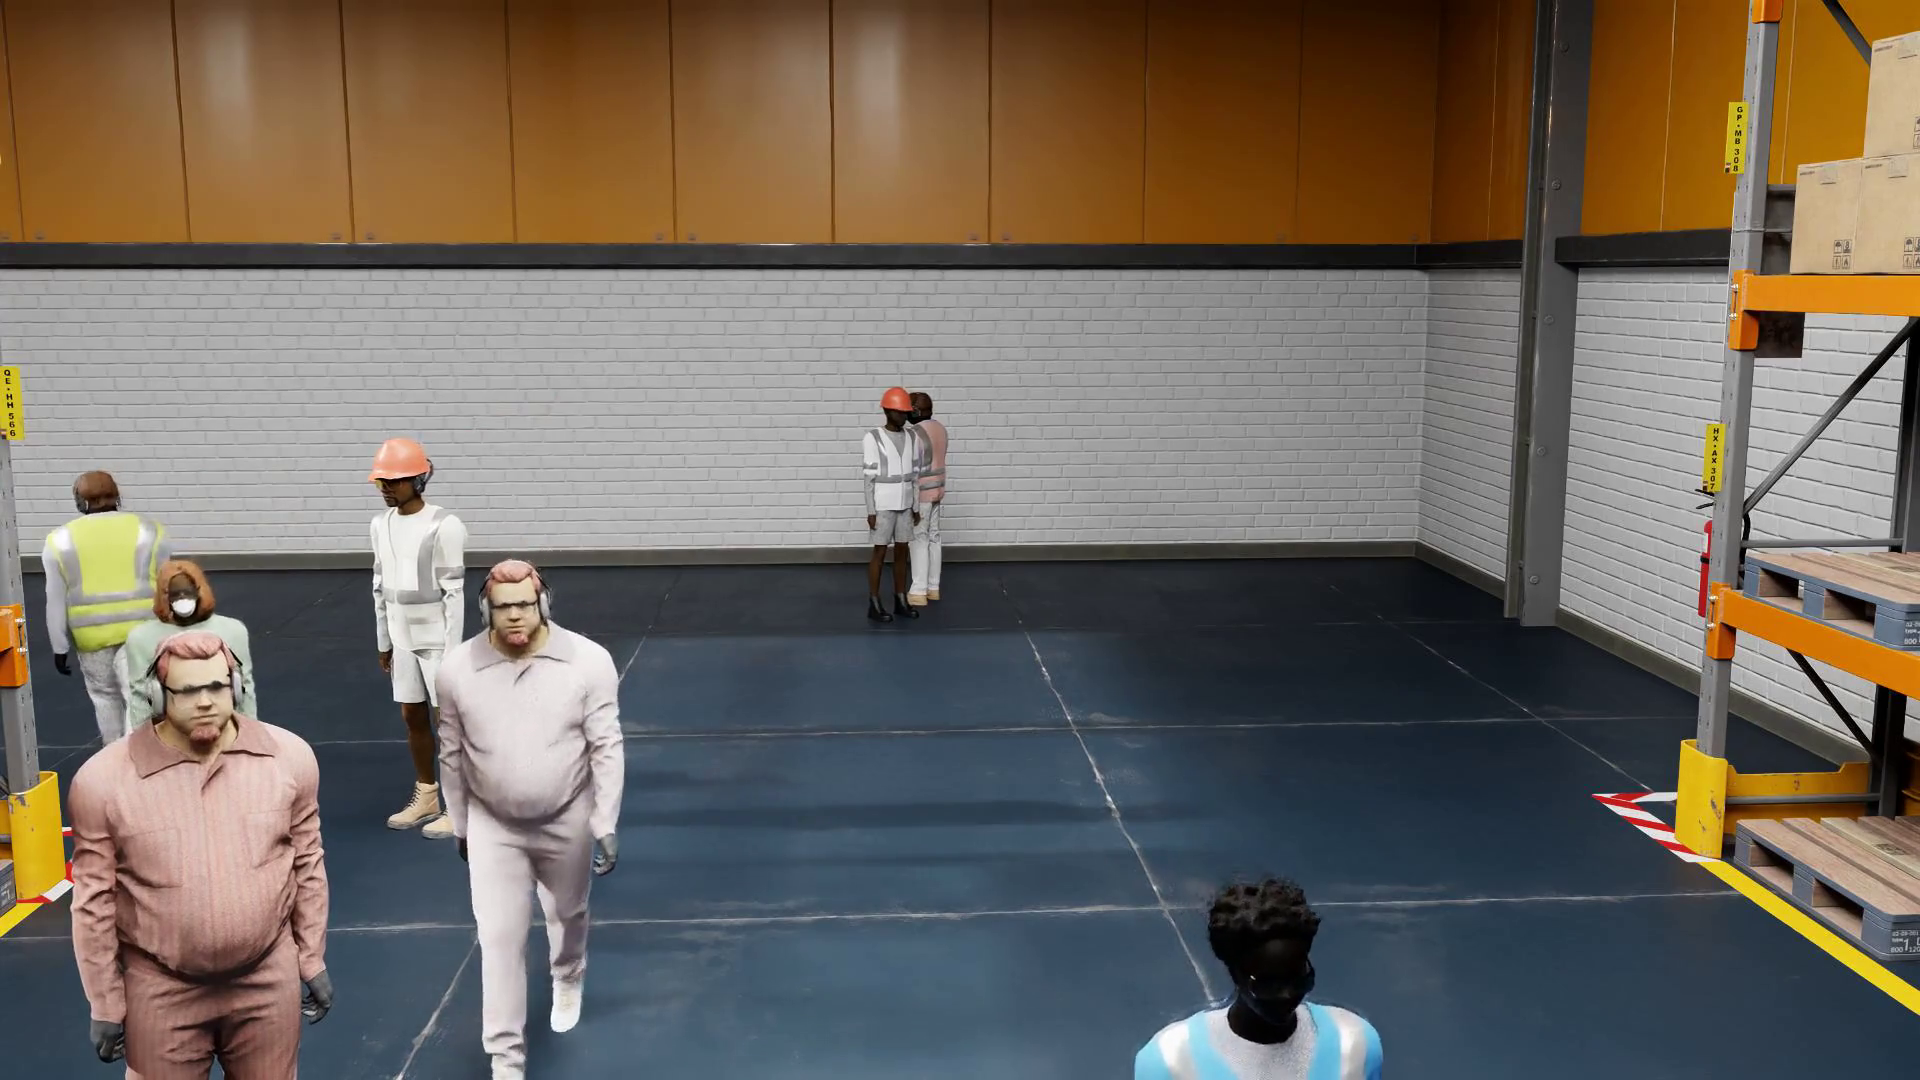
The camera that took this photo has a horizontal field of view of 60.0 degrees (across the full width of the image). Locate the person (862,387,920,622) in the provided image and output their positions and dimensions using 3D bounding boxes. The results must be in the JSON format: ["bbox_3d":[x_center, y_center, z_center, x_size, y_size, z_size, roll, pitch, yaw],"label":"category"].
[{"bbox_3d":[-0.534,-0.291,13.653,0.547,1.933,0.381,-7,11,-38],"label":"person"}]

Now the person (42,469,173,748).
[{"bbox_3d":[-4.562,0.520,8.978,0.630,1.805,0.915,-4,10,-25],"label":"person"}]

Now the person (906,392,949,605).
[{"bbox_3d":[-0.350,-0.359,14.338,0.429,1.843,0.627,4,10,24],"label":"person"}]

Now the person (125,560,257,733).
[{"bbox_3d":[-3.354,0.872,7.298,0.505,1.620,0.463,-3,10,-20],"label":"person"}]

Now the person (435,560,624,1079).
[{"bbox_3d":[-1.516,0.976,5.919,0.641,1.871,0.970,-2,9,-11],"label":"person"}]

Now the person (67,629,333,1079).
[{"bbox_3d":[-2.010,1.179,4.478,0.643,1.908,0.411,-6,11,-35],"label":"person"}]

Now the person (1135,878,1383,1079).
[{"bbox_3d":[0.584,1.462,3.428,0.542,1.674,0.669,-2,9,-11],"label":"person"}]

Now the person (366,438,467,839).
[{"bbox_3d":[-2.742,0.498,8.384,0.602,2.034,0.429,5,10,28],"label":"person"}]
